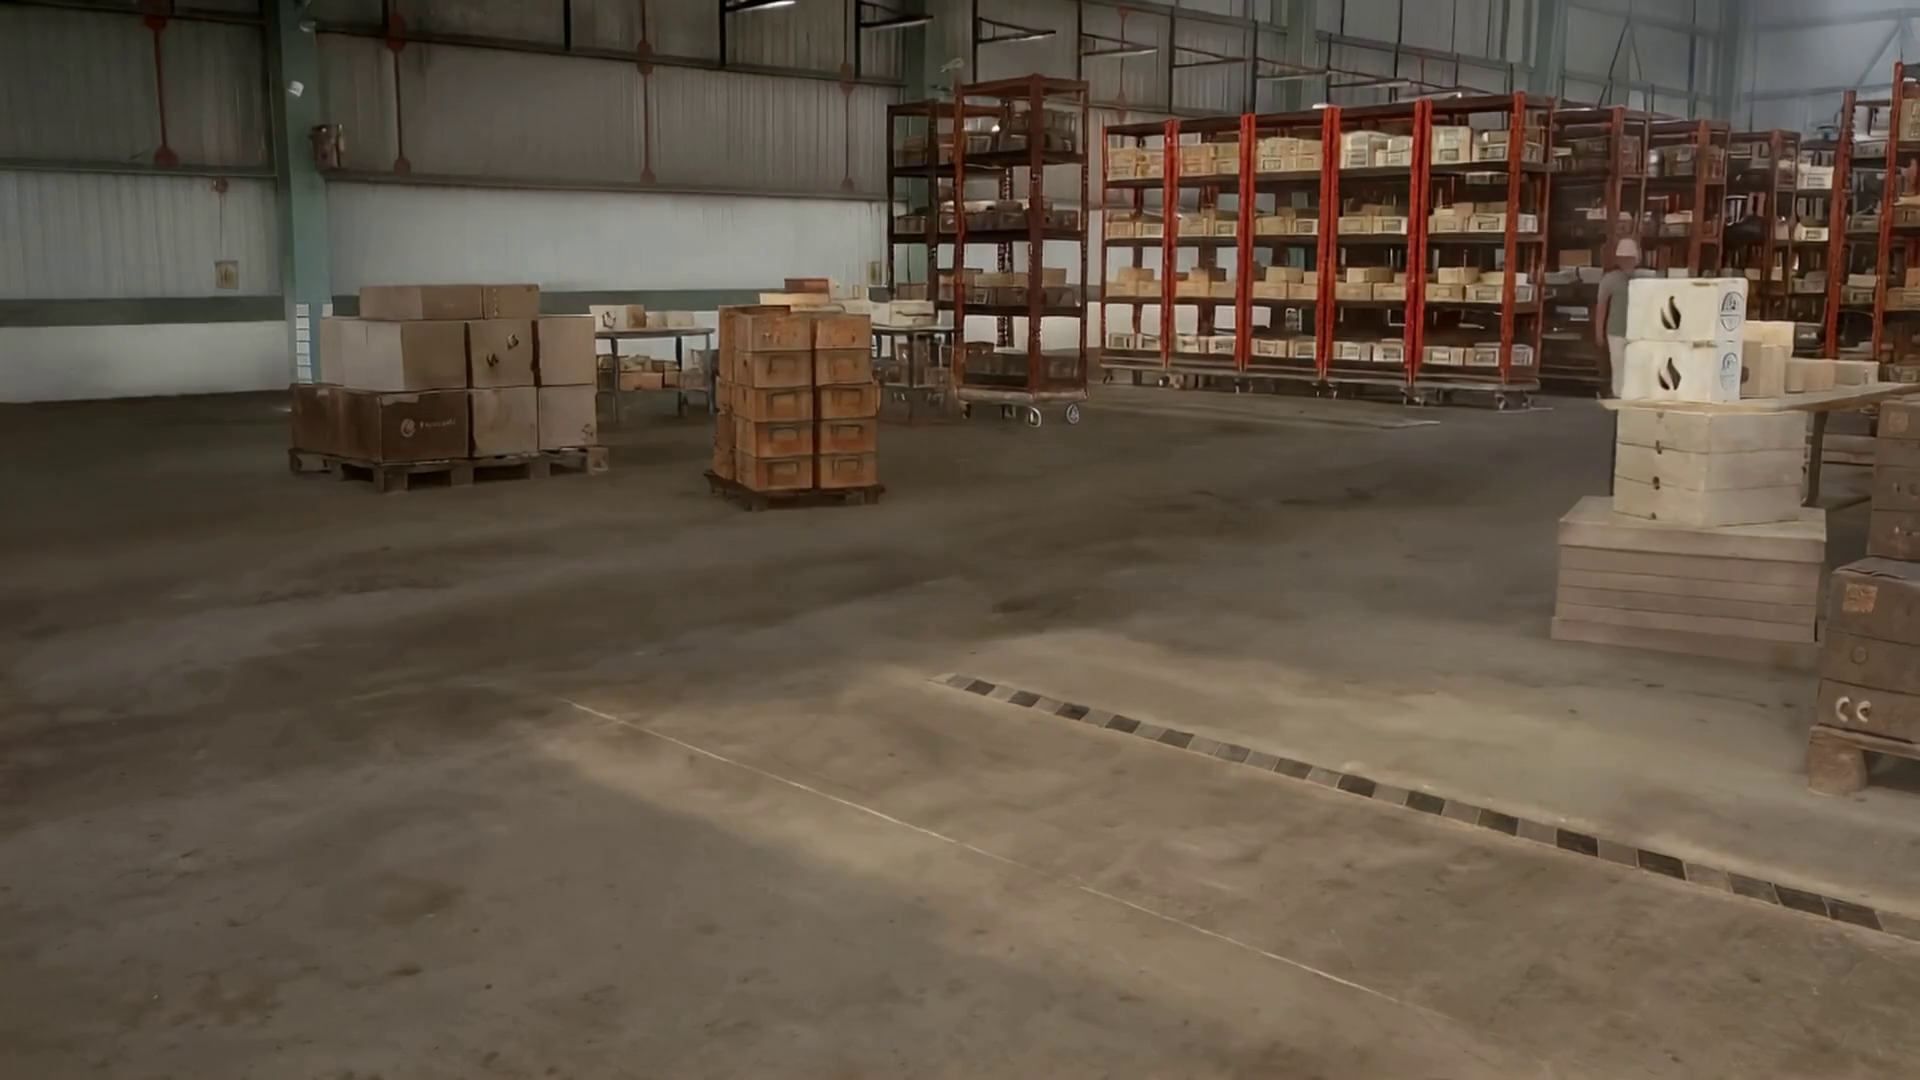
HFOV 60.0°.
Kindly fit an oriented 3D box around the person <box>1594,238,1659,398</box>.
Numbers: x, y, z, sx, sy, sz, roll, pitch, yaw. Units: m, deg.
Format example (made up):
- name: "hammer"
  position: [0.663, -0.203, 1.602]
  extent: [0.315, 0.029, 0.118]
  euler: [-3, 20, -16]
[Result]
- name: "person"
  position: [7.021, -2.188, 17.551]
  extent: [0.636, 1.951, 0.934]
  euler: [4, 10, 25]
